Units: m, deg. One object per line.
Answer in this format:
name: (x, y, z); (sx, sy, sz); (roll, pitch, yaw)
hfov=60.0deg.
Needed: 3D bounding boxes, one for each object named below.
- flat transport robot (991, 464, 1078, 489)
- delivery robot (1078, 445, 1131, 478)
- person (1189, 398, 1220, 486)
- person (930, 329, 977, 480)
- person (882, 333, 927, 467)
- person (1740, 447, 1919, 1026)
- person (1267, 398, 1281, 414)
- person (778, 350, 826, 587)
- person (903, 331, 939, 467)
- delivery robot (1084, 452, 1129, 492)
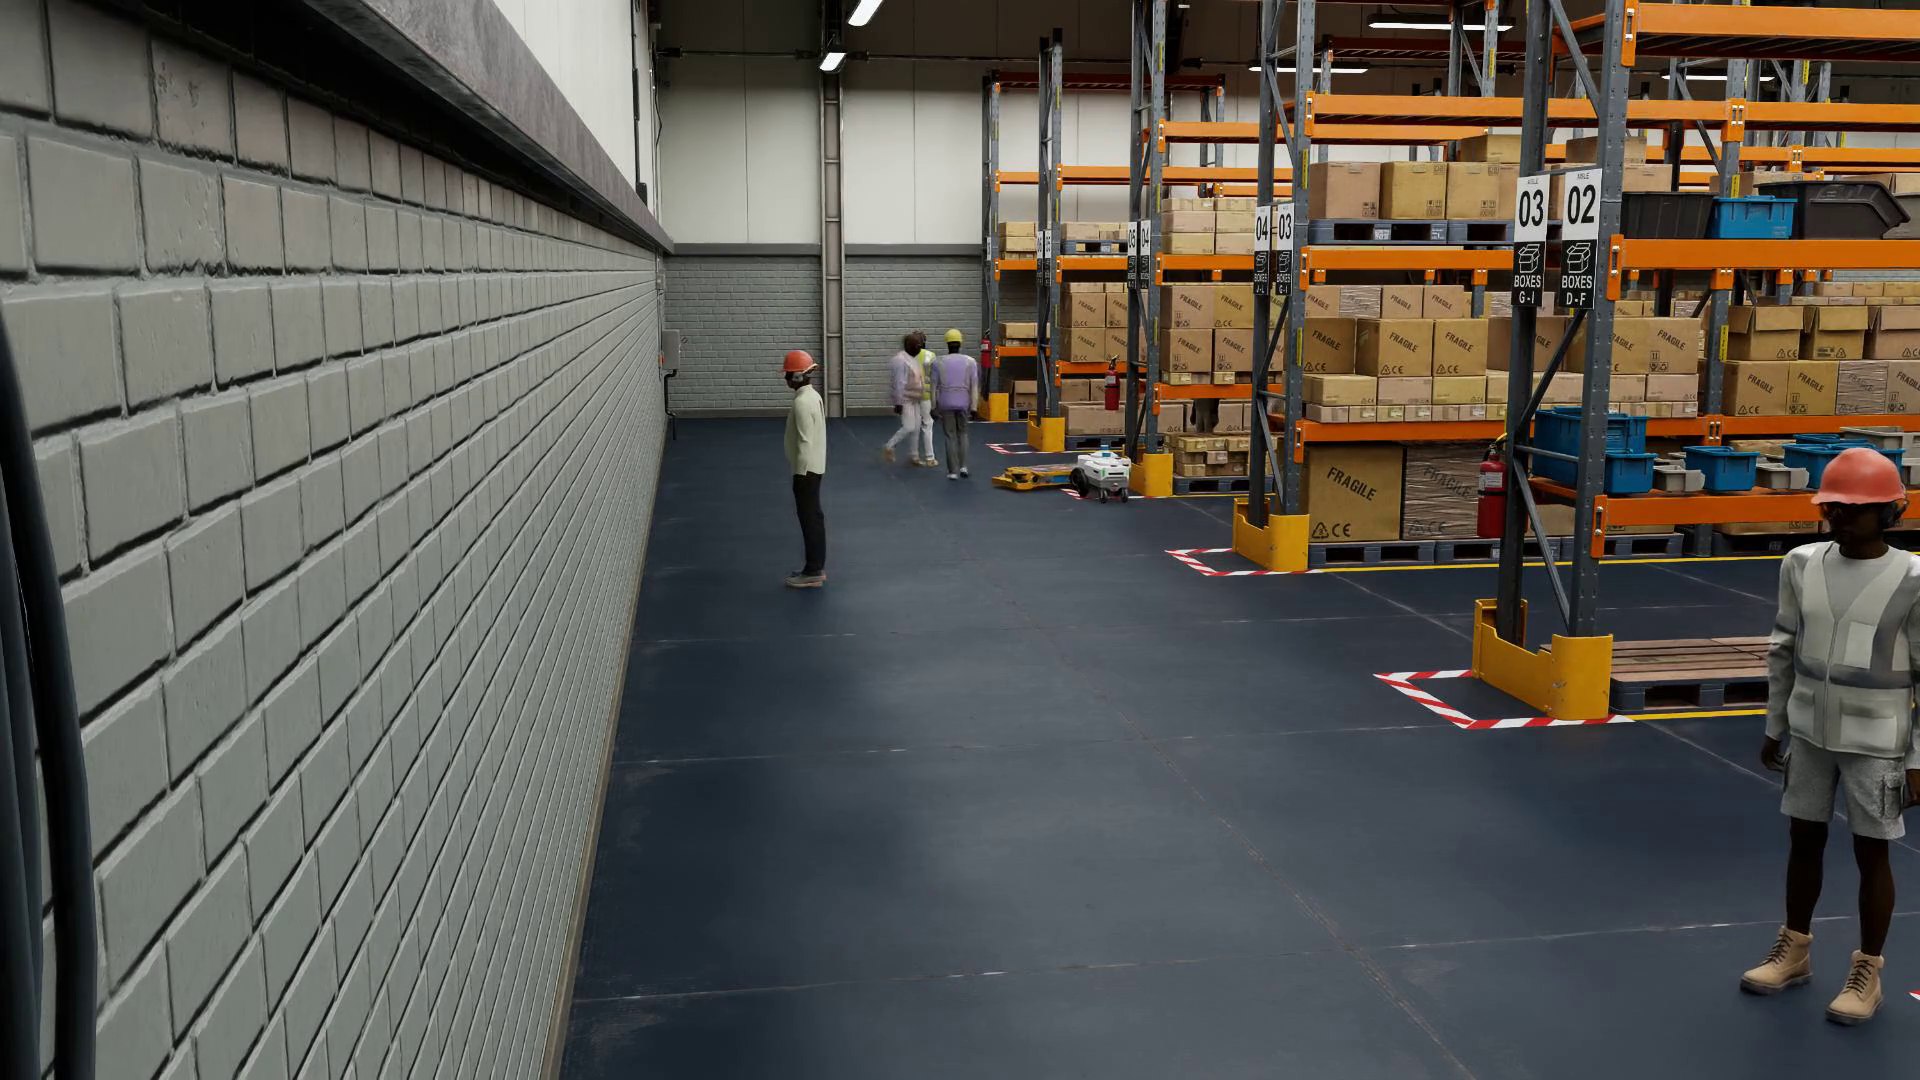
flat transport robot: (1.166, -0.795, 20.492); (1.431, 0.197, 0.652); (-5, 10, -27)
delivery robot: (1.730, -0.895, 19.948); (0.477, 0.478, 0.707); (-6, 11, -33)
person: (3.016, -1.592, 20.536); (0.333, 1.860, 0.510); (-5, 10, -27)
person: (-0.095, -1.725, 21.191); (0.589, 1.906, 0.597); (-2, 9, -11)
person: (-0.720, -1.871, 22.366); (0.547, 1.820, 0.684); (5, 11, 30)
person: (3.128, 0.690, 5.888); (0.396, 2.042, 0.610); (-6, 11, -33)
person: (4.359, -1.922, 22.387); (0.852, 1.917, 0.623); (-2, 9, -12)
person: (-1.321, -0.601, 14.002); (0.400, 1.989, 0.623); (1, 9, 4)
person: (-0.567, -1.908, 22.546); (0.619, 1.839, 0.430); (3, 10, 16)
delivery robot: (1.694, -0.780, 19.238); (0.477, 0.478, 0.707); (-2, 9, -13)
